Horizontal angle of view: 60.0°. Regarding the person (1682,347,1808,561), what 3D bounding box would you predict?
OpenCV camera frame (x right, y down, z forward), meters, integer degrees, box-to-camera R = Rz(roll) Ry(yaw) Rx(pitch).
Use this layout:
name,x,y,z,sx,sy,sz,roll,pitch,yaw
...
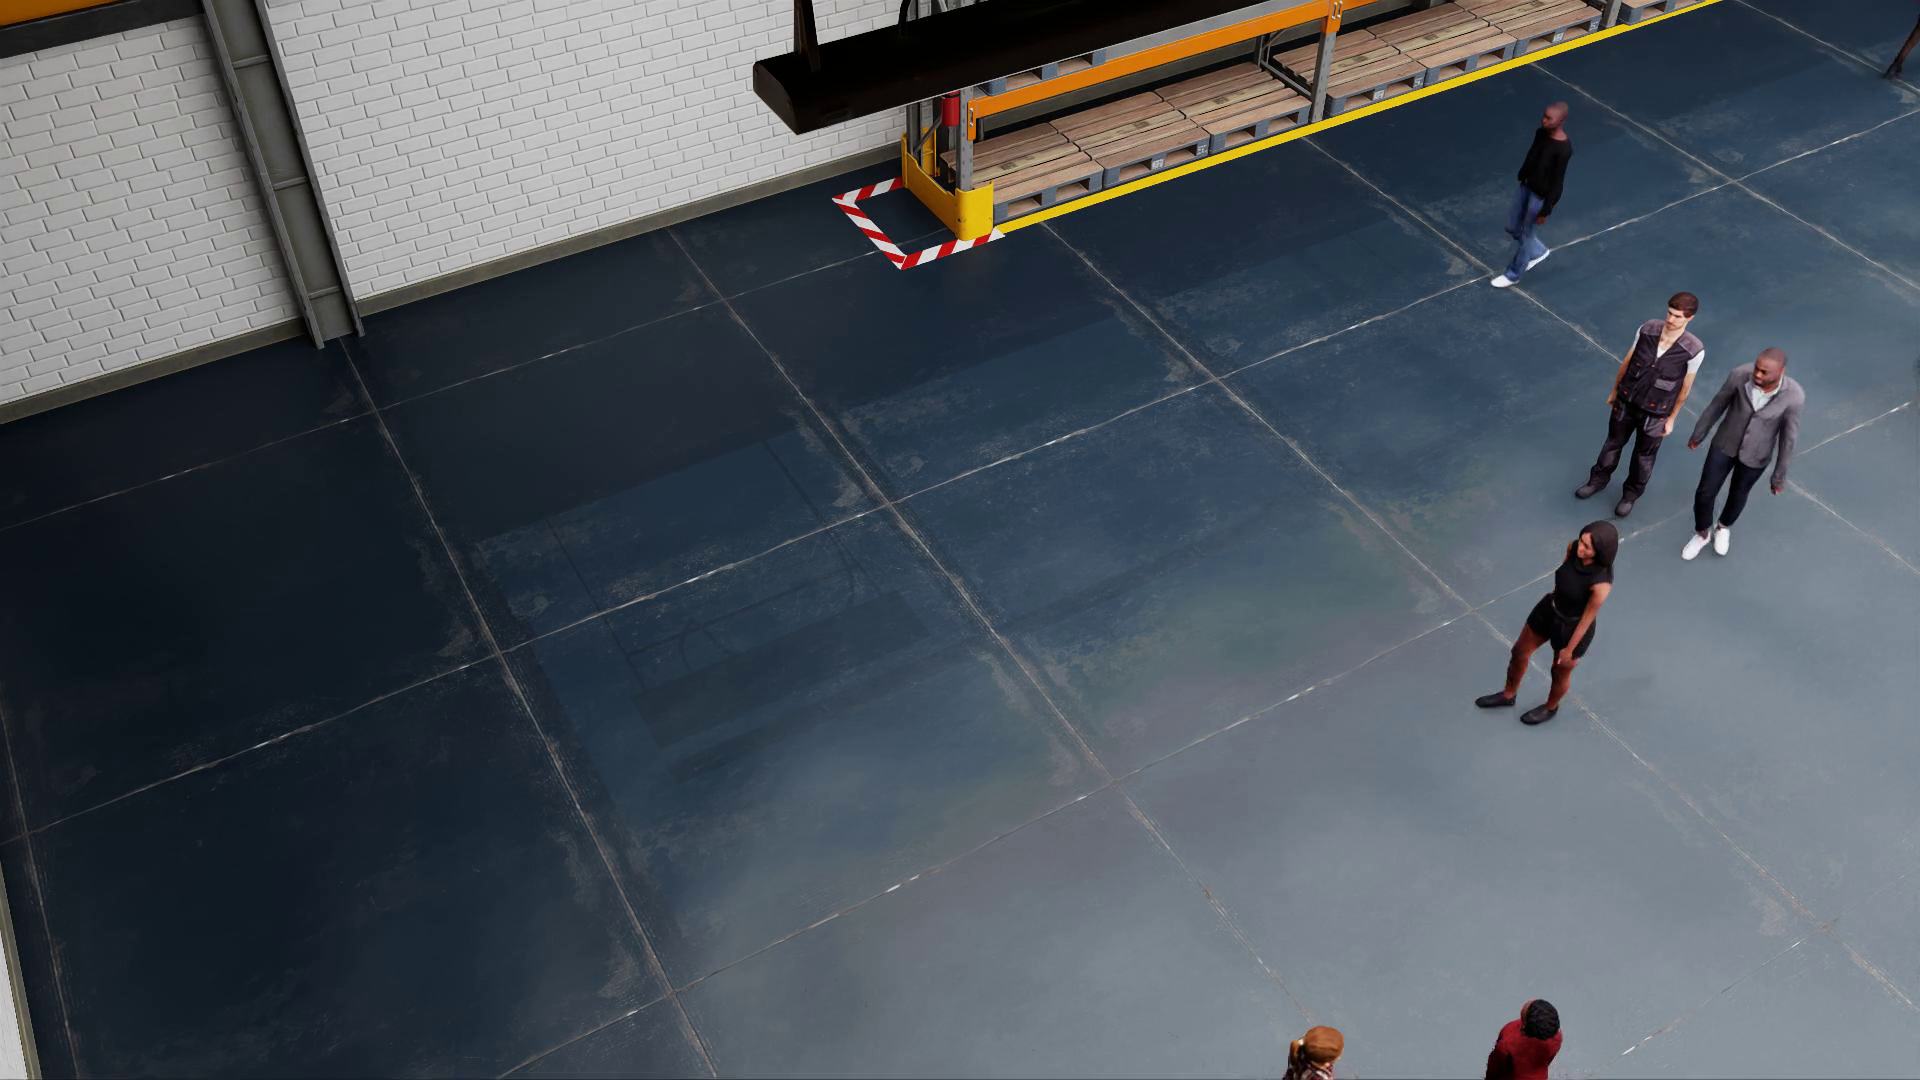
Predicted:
name,x,y,z,sx,sy,sz,roll,pitch,yaw
person,5.398,-0.652,11.464,0.967,1.786,0.933,21,48,21

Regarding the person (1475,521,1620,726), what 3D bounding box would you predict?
name,x,y,z,sx,sy,sz,roll,pitch,yaw
person,3.810,0.518,10.277,0.817,1.729,0.731,-9,44,-9

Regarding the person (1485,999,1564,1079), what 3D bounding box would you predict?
name,x,y,z,sx,sy,sz,roll,pitch,yaw
person,2.819,2.711,8.327,0.736,1.244,0.716,-6,44,-6

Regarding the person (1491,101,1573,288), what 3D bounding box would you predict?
name,x,y,z,sx,sy,sz,roll,pitch,yaw
person,4.862,-2.874,13.830,0.799,1.740,0.674,-14,45,-14

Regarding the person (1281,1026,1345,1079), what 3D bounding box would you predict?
name,x,y,z,sx,sy,sz,roll,pitch,yaw
person,1.639,2.776,8.229,0.969,1.285,0.743,-6,44,-6

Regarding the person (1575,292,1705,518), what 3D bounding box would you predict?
name,x,y,z,sx,sy,sz,roll,pitch,yaw
person,4.857,-0.981,11.765,0.715,1.848,0.670,33,53,30
